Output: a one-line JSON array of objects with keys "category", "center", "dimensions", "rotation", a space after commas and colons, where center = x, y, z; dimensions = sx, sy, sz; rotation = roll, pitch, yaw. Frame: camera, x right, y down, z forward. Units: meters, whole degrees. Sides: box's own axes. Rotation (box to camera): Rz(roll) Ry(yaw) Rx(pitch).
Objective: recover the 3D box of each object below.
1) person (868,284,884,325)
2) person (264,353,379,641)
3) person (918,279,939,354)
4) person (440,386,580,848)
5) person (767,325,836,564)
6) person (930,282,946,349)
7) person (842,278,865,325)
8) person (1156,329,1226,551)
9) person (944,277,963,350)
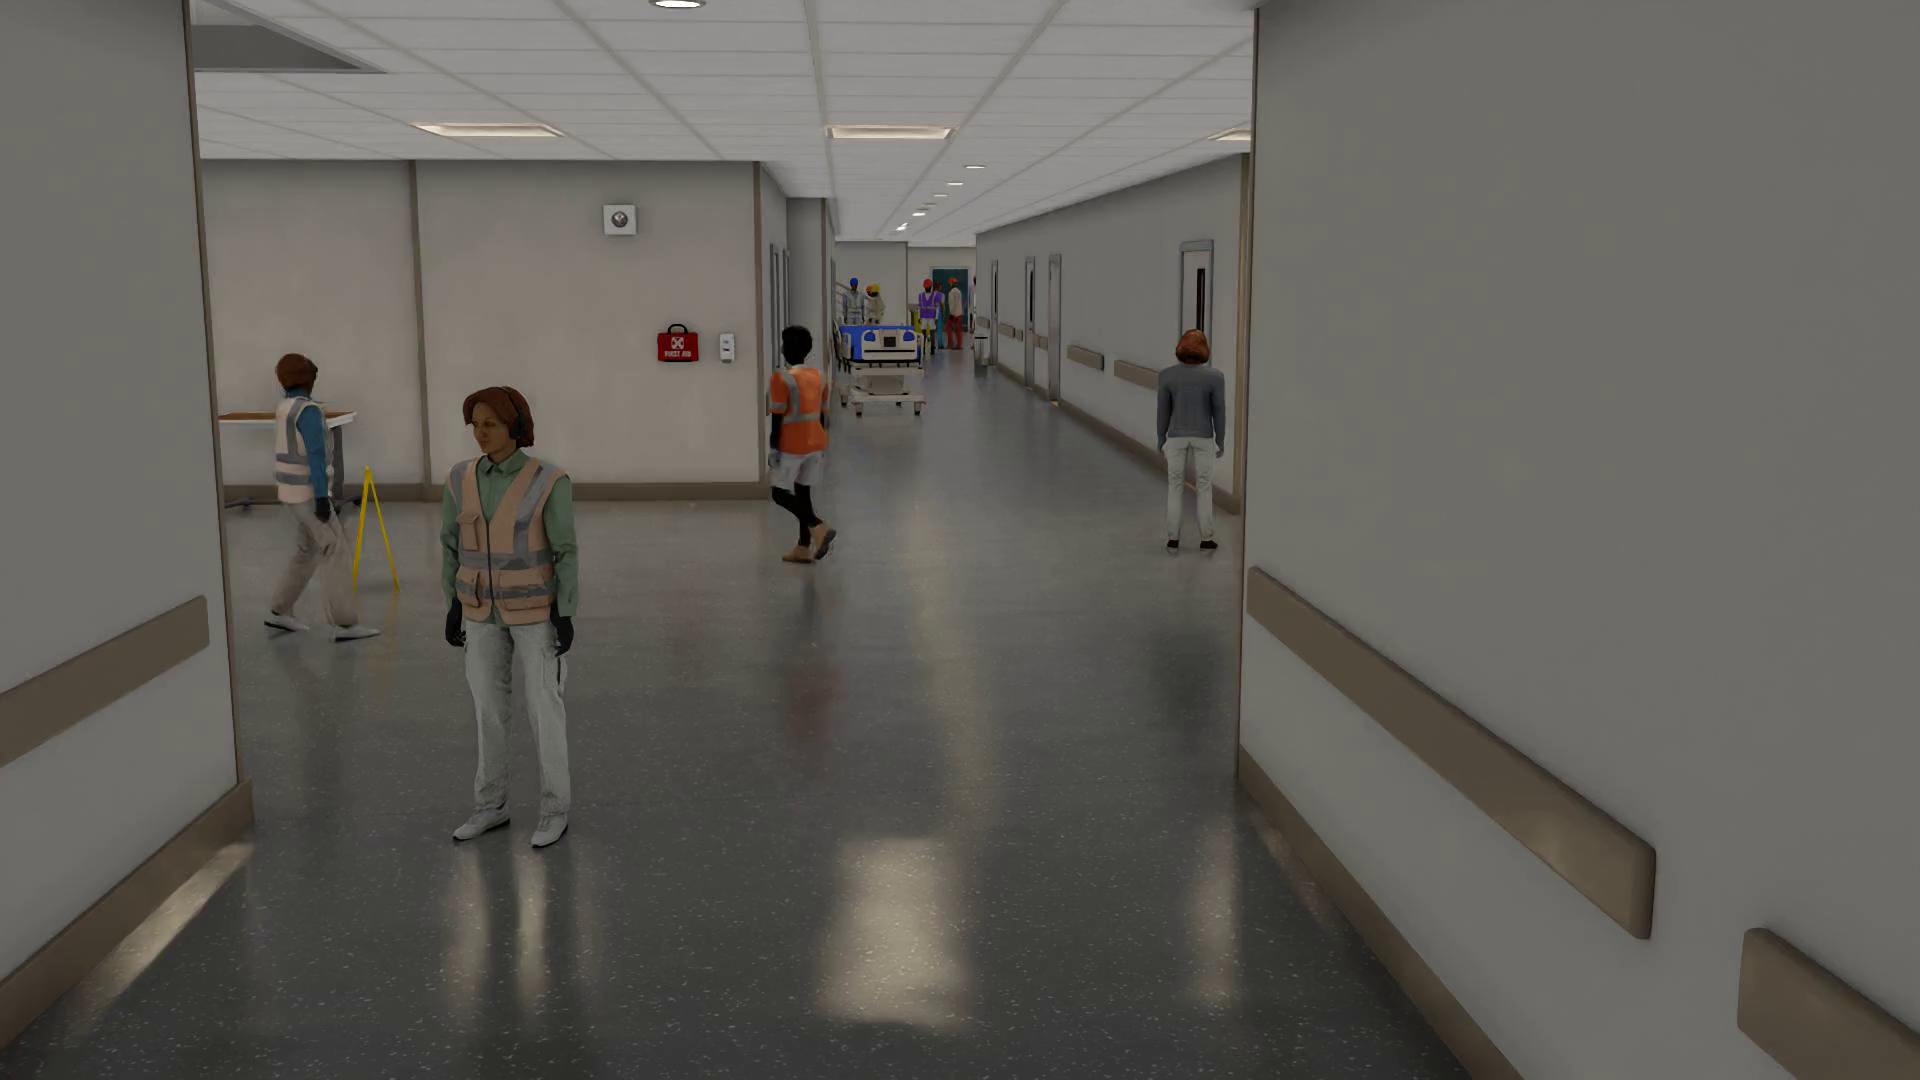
[{"category": "person", "center": [-2.290, -6.033, 45.019], "dimensions": [0.433, 1.789, 0.635], "rotation": [-2, 9, -10]}, {"category": "person", "center": [-3.623, -0.239, 9.275], "dimensions": [0.513, 1.600, 0.550], "rotation": [-6, 11, -32]}, {"category": "person", "center": [-0.816, -5.704, 42.523], "dimensions": [0.542, 1.928, 0.374], "rotation": [2, 9, 12]}, {"category": "person", "center": [-1.593, 0.274, 5.897], "dimensions": [0.523, 1.638, 0.310], "rotation": [3, 9, 16]}, {"category": "person", "center": [-1.060, -0.640, 11.496], "dimensions": [0.510, 1.680, 0.545], "rotation": [6, 11, 35]}, {"category": "person", "center": [-0.656, -6.170, 45.727], "dimensions": [0.565, 1.841, 0.396], "rotation": [6, 11, 33]}, {"category": "person", "center": [-2.739, -5.777, 42.906], "dimensions": [0.605, 1.951, 0.380], "rotation": [-4, 10, -24]}, {"category": "person", "center": [1.697, -0.732, 12.224], "dimensions": [0.506, 1.632, 0.283], "rotation": [2, 9, 15]}, {"category": "person", "center": [-0.185, -6.121, 45.030], "dimensions": [0.620, 1.961, 0.625], "rotation": [6, 11, 32]}]
